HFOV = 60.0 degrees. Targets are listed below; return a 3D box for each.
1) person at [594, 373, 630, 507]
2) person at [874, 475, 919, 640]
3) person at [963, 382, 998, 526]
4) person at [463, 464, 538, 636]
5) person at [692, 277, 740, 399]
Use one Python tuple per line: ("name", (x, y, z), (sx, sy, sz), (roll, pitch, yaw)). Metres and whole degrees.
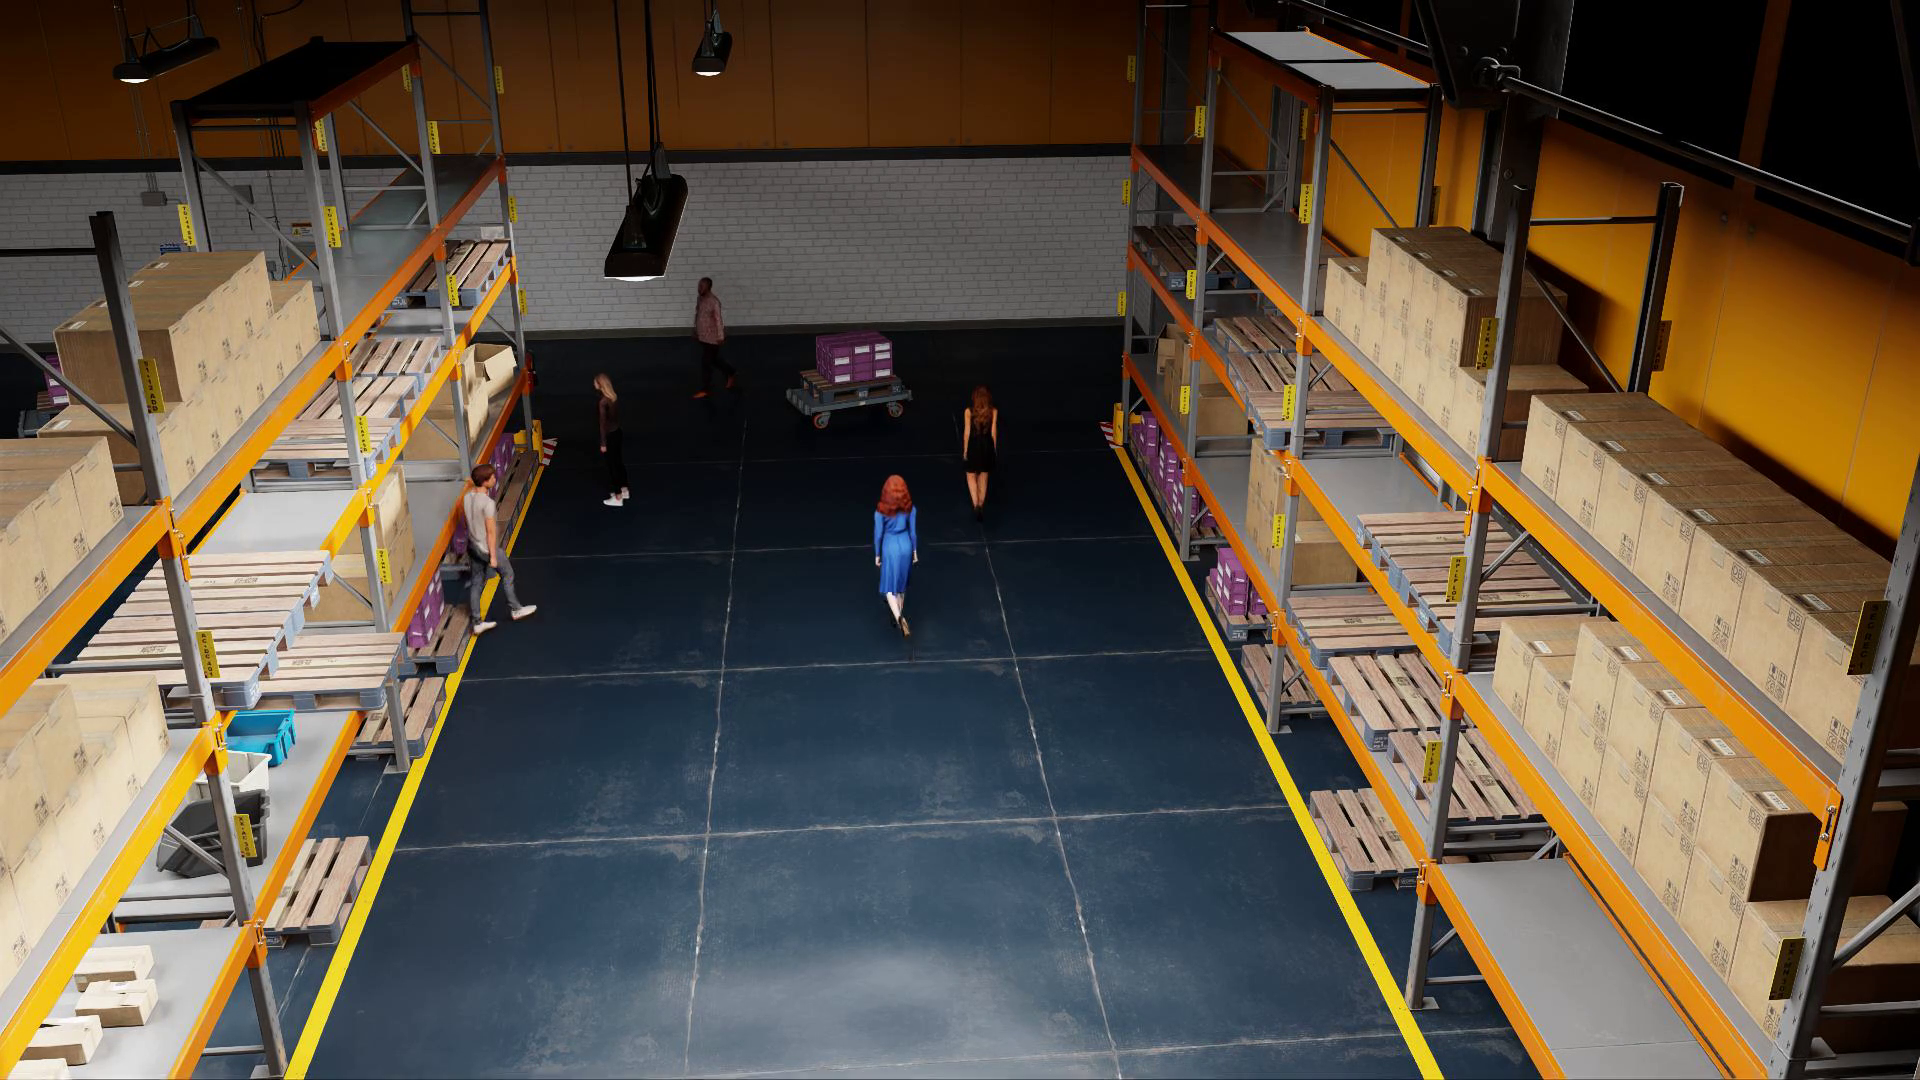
("person", (-4.350, -1.269, 20.793), (0.711, 1.698, 0.553), (3, 24, 7))
("person", (-0.640, 0.228, 17.226), (0.743, 1.813, 1.035), (-7, 24, -15))
("person", (0.261, -0.991, 19.999), (0.576, 1.825, 0.740), (-3, 24, -7))
("person", (-5.048, 0.136, 17.388), (1.062, 1.851, 1.126), (18, 29, 35))
("person", (-3.654, -3.049, 24.740), (1.093, 1.799, 1.160), (-16, 28, -33))
